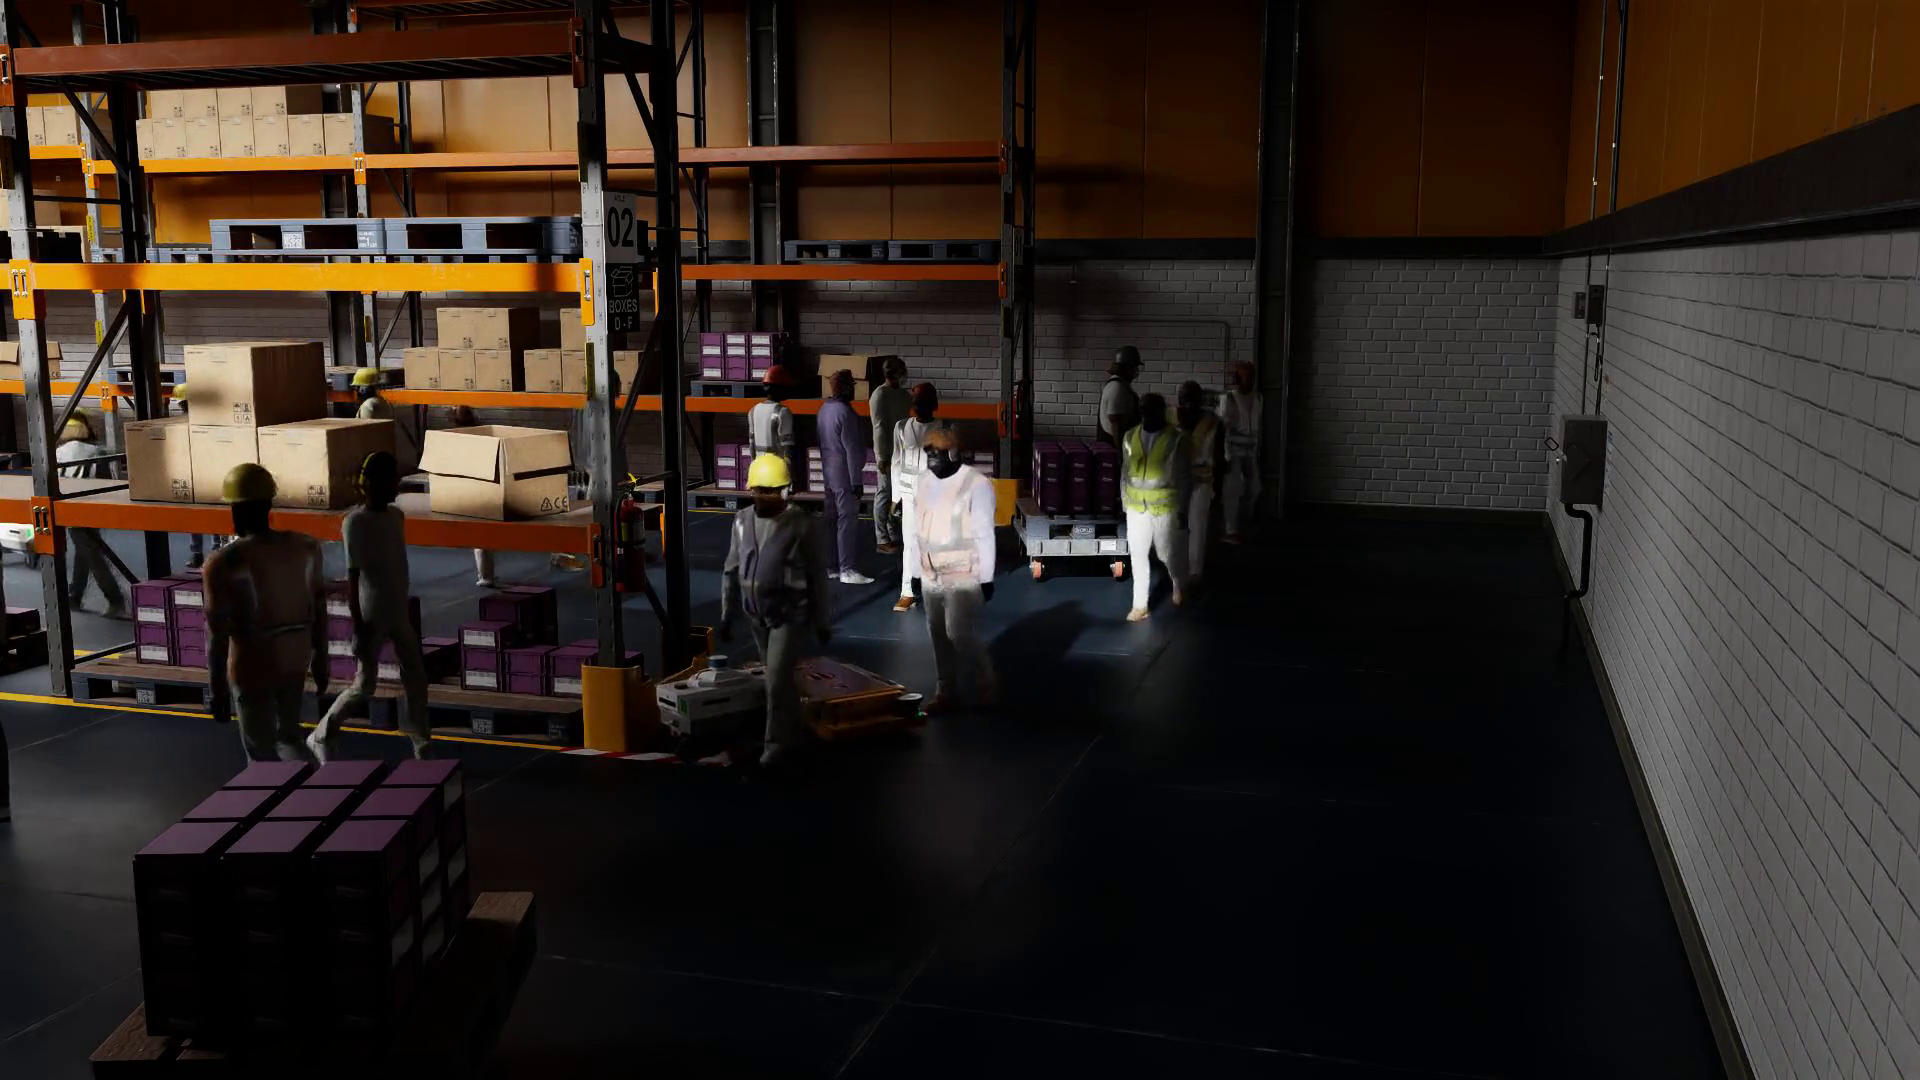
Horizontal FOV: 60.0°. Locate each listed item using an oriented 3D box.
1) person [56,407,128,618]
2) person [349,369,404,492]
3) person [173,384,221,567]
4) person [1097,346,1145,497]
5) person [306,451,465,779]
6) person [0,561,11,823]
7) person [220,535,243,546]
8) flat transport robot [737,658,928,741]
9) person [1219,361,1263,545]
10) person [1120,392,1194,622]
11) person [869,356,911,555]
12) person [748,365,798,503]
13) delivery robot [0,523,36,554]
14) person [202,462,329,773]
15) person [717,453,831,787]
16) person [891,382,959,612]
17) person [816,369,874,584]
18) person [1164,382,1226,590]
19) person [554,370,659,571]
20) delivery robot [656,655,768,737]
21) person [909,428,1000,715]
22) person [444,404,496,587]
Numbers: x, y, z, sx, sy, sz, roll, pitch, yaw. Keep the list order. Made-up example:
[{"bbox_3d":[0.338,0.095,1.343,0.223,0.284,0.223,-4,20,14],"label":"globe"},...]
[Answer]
[{"bbox_3d":[-7.053,-0.226,13.407,0.917,1.697,0.501,4,10,21],"label":"person"},{"bbox_3d":[-6.032,-0.864,17.045,0.950,1.782,0.583,1,9,5],"label":"person"},{"bbox_3d":[-7.103,-0.597,15.636,0.555,1.742,0.309,-3,10,-16],"label":"person"},{"bbox_3d":[1.663,-0.975,16.922,0.536,2.000,0.698,1,9,9],"label":"person"},{"bbox_3d":[-3.202,0.419,9.060,0.932,1.835,0.530,3,10,19],"label":"person"},{"bbox_3d":[-5.040,0.505,8.248,0.382,1.924,0.594,5,11,28],"label":"person"},{"bbox_3d":[-6.747,-0.647,15.229,0.635,1.937,0.352,8,12,40],"label":"person"},{"bbox_3d":[-0.841,0.966,10.469,0.652,0.197,1.431,-6,11,-31],"label":"flat transport robot"},{"bbox_3d":[2.840,-0.874,16.842,0.584,1.871,0.414,-6,11,-31],"label":"person"},{"bbox_3d":[1.578,-0.274,13.296,0.634,1.828,0.612,5,11,30],"label":"person"},{"bbox_3d":[-0.644,-0.831,16.374,0.398,1.938,0.635,4,10,24],"label":"person"},{"bbox_3d":[-1.652,-0.601,14.974,0.542,1.931,0.376,9,13,43],"label":"person"},{"bbox_3d":[-8.818,-0.080,15.694,0.707,0.478,0.477,6,11,32],"label":"delivery robot"},{"bbox_3d":[-3.223,0.592,7.733,0.420,1.916,0.606,6,11,33],"label":"person"},{"bbox_3d":[-1.066,0.428,9.098,0.586,1.795,0.805,6,11,34],"label":"person"},{"bbox_3d":[-0.293,-0.343,13.533,0.574,1.887,0.355,3,10,16],"label":"person"},{"bbox_3d":[-1.020,-0.563,14.805,0.407,1.913,0.641,-5,11,-30],"label":"person"},{"bbox_3d":[1.982,-0.475,14.595,0.637,1.796,0.902,3,10,16],"label":"person"},{"bbox_3d":[-3.348,-0.657,15.465,1.023,1.892,0.641,-5,11,-28],"label":"person"},{"bbox_3d":[-1.394,0.912,9.648,0.707,0.478,0.477,-8,12,-39],"label":"delivery robot"},{"bbox_3d":[-0.057,0.199,10.425,0.644,1.822,0.442,9,13,42],"label":"person"},{"bbox_3d":[-4.277,-0.387,14.639,0.560,1.605,0.531,8,13,42],"label":"person"}]
